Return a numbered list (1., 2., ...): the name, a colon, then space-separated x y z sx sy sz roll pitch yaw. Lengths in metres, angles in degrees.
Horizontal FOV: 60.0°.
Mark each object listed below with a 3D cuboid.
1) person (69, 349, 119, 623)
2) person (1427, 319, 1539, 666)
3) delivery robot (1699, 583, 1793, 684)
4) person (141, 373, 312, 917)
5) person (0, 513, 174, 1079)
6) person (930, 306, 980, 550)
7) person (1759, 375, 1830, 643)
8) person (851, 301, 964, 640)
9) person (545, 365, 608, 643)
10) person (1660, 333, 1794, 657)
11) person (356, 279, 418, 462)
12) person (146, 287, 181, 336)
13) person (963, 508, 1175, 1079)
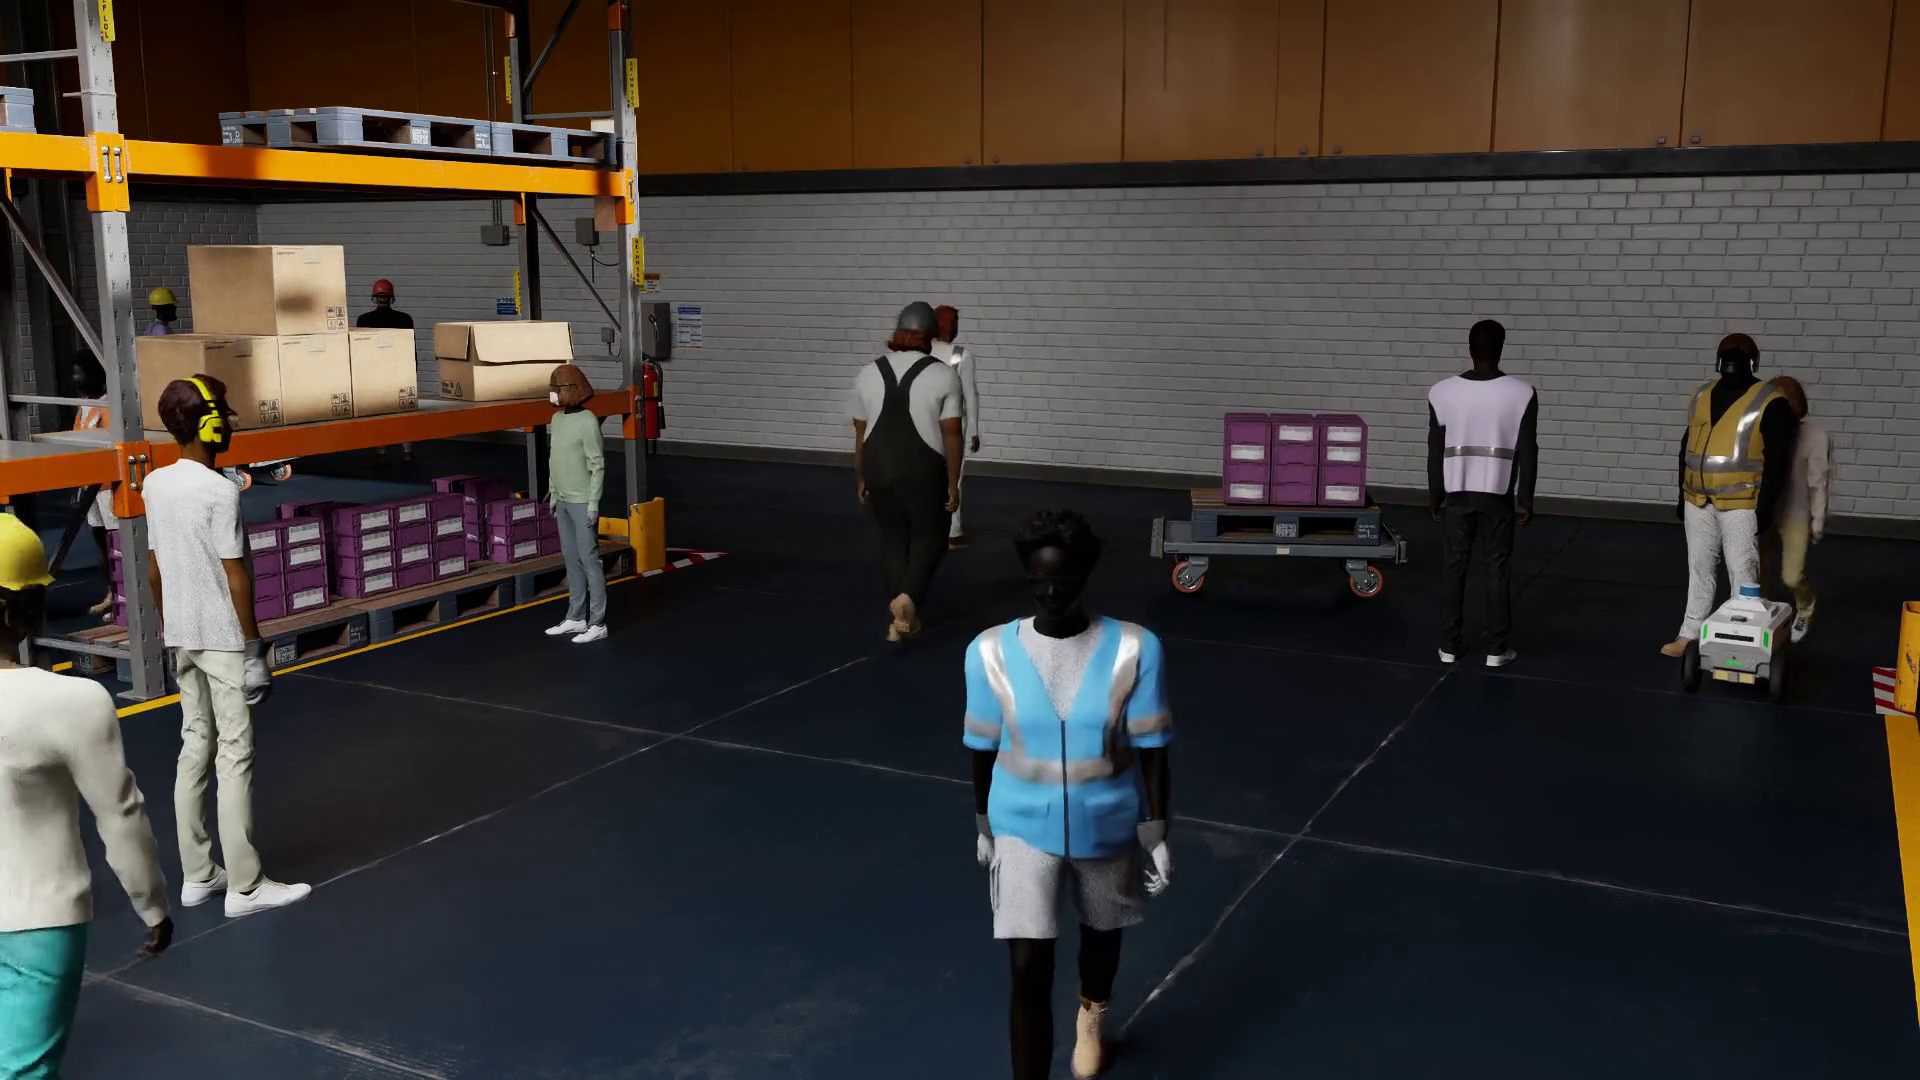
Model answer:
1. person: -5.307 -0.334 10.353 0.558 1.685 0.330 9 13 41
2. person: 2.874 -0.254 9.198 0.593 1.920 0.391 5 11 25
3. delivery robot: 4.106 0.469 8.675 0.477 0.478 0.707 7 12 34
4. person: -2.562 0.367 5.746 0.508 1.872 0.329 6 11 30
5. person: -2.032 0.794 3.669 0.554 1.719 0.886 0 10 1
6. person: -0.119 -0.871 12.879 0.583 1.883 0.337 6 11 30
7. person: 4.649 -0.132 9.385 0.645 1.609 0.511 -9 13 -42
8. person: -0.314 -0.396 9.666 0.704 2.000 0.709 4 11 22
9. person: -2.269 -0.215 9.799 0.268 1.632 0.509 -9 13 -42
10. person: 4.233 -0.220 9.216 0.429 1.847 0.627 -5 11 -29
11. person: -6.265 -1.849 18.213 0.622 1.992 0.396 -5 11 -25
12. person: -8.103 -1.610 17.015 0.357 1.930 0.591 -6 12 -31
13. person: 0.276 0.724 4.290 0.534 1.662 0.841 1 10 4
